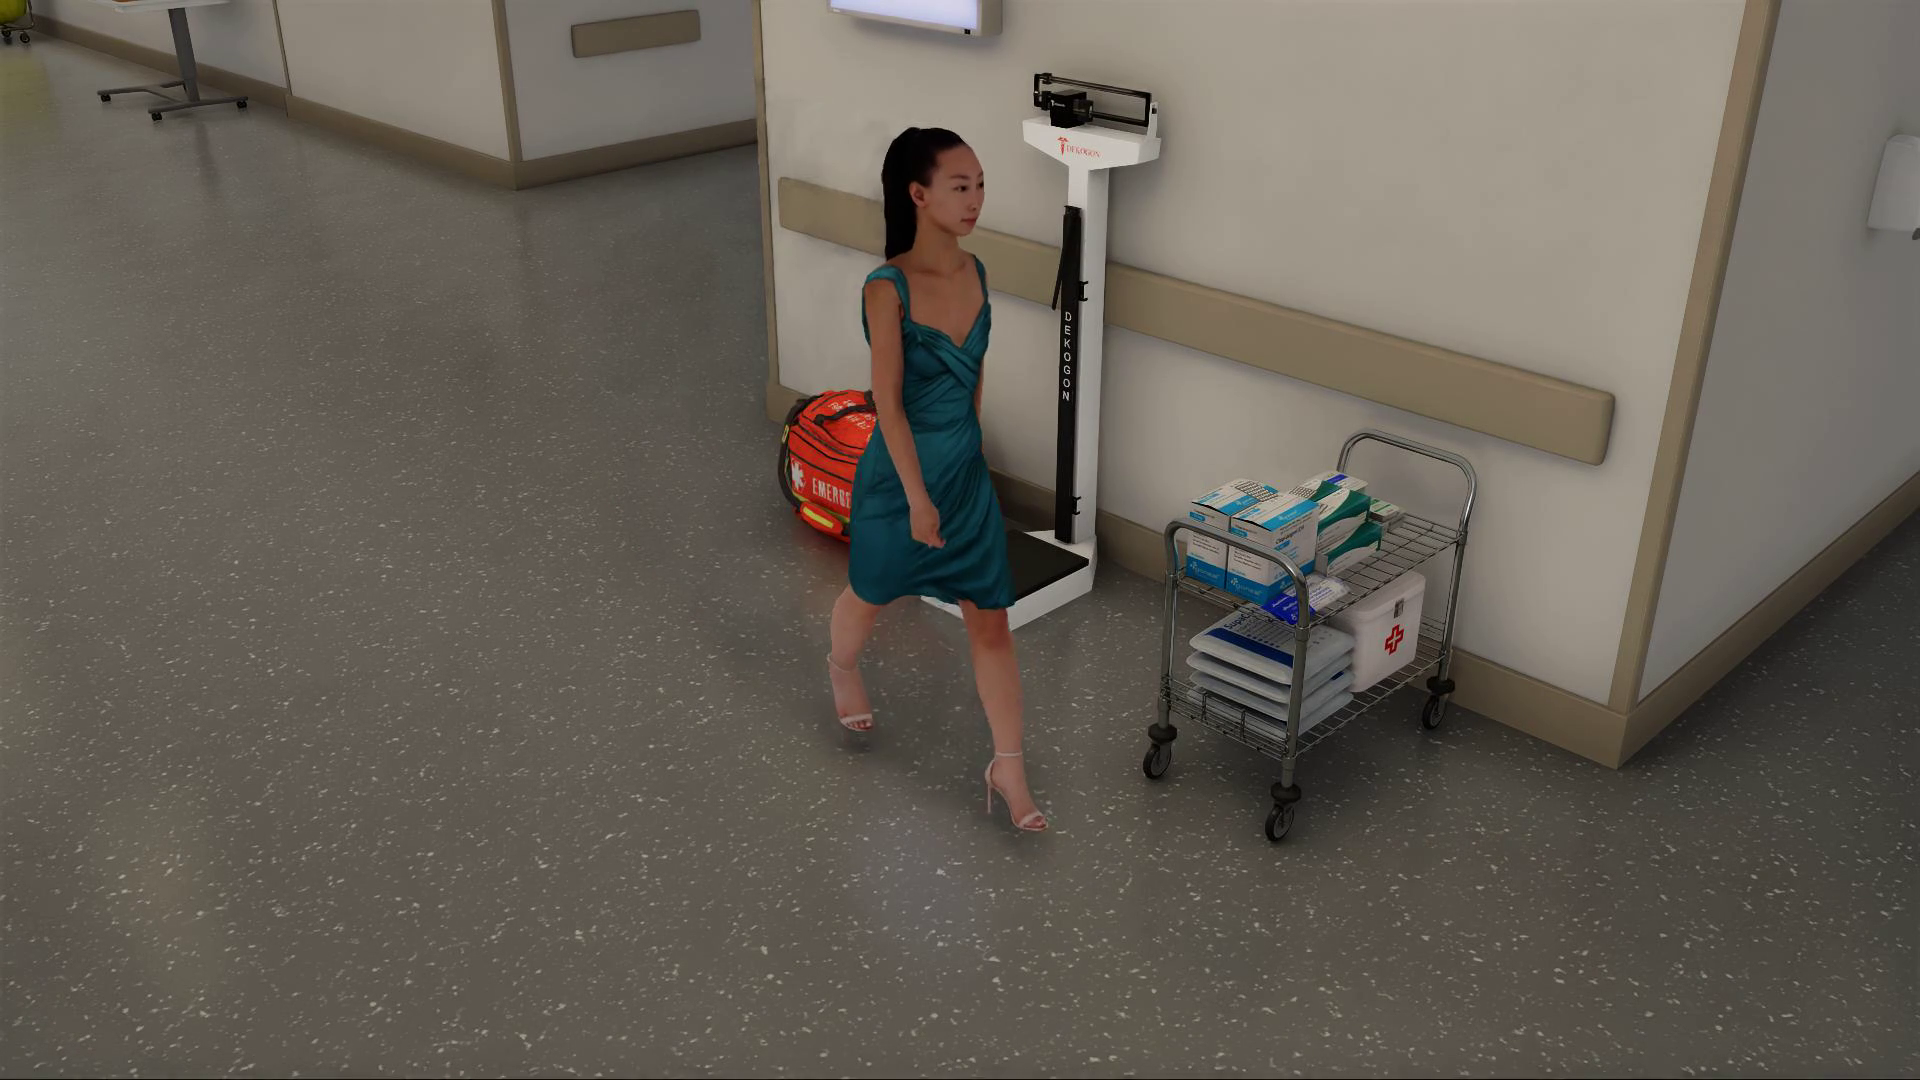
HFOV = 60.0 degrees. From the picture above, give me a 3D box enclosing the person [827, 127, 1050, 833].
[{"bbox_3d":[-0.150,-0.084,4.027,0.634,1.532,1.083,-19,32,-34],"label":"person"}]
